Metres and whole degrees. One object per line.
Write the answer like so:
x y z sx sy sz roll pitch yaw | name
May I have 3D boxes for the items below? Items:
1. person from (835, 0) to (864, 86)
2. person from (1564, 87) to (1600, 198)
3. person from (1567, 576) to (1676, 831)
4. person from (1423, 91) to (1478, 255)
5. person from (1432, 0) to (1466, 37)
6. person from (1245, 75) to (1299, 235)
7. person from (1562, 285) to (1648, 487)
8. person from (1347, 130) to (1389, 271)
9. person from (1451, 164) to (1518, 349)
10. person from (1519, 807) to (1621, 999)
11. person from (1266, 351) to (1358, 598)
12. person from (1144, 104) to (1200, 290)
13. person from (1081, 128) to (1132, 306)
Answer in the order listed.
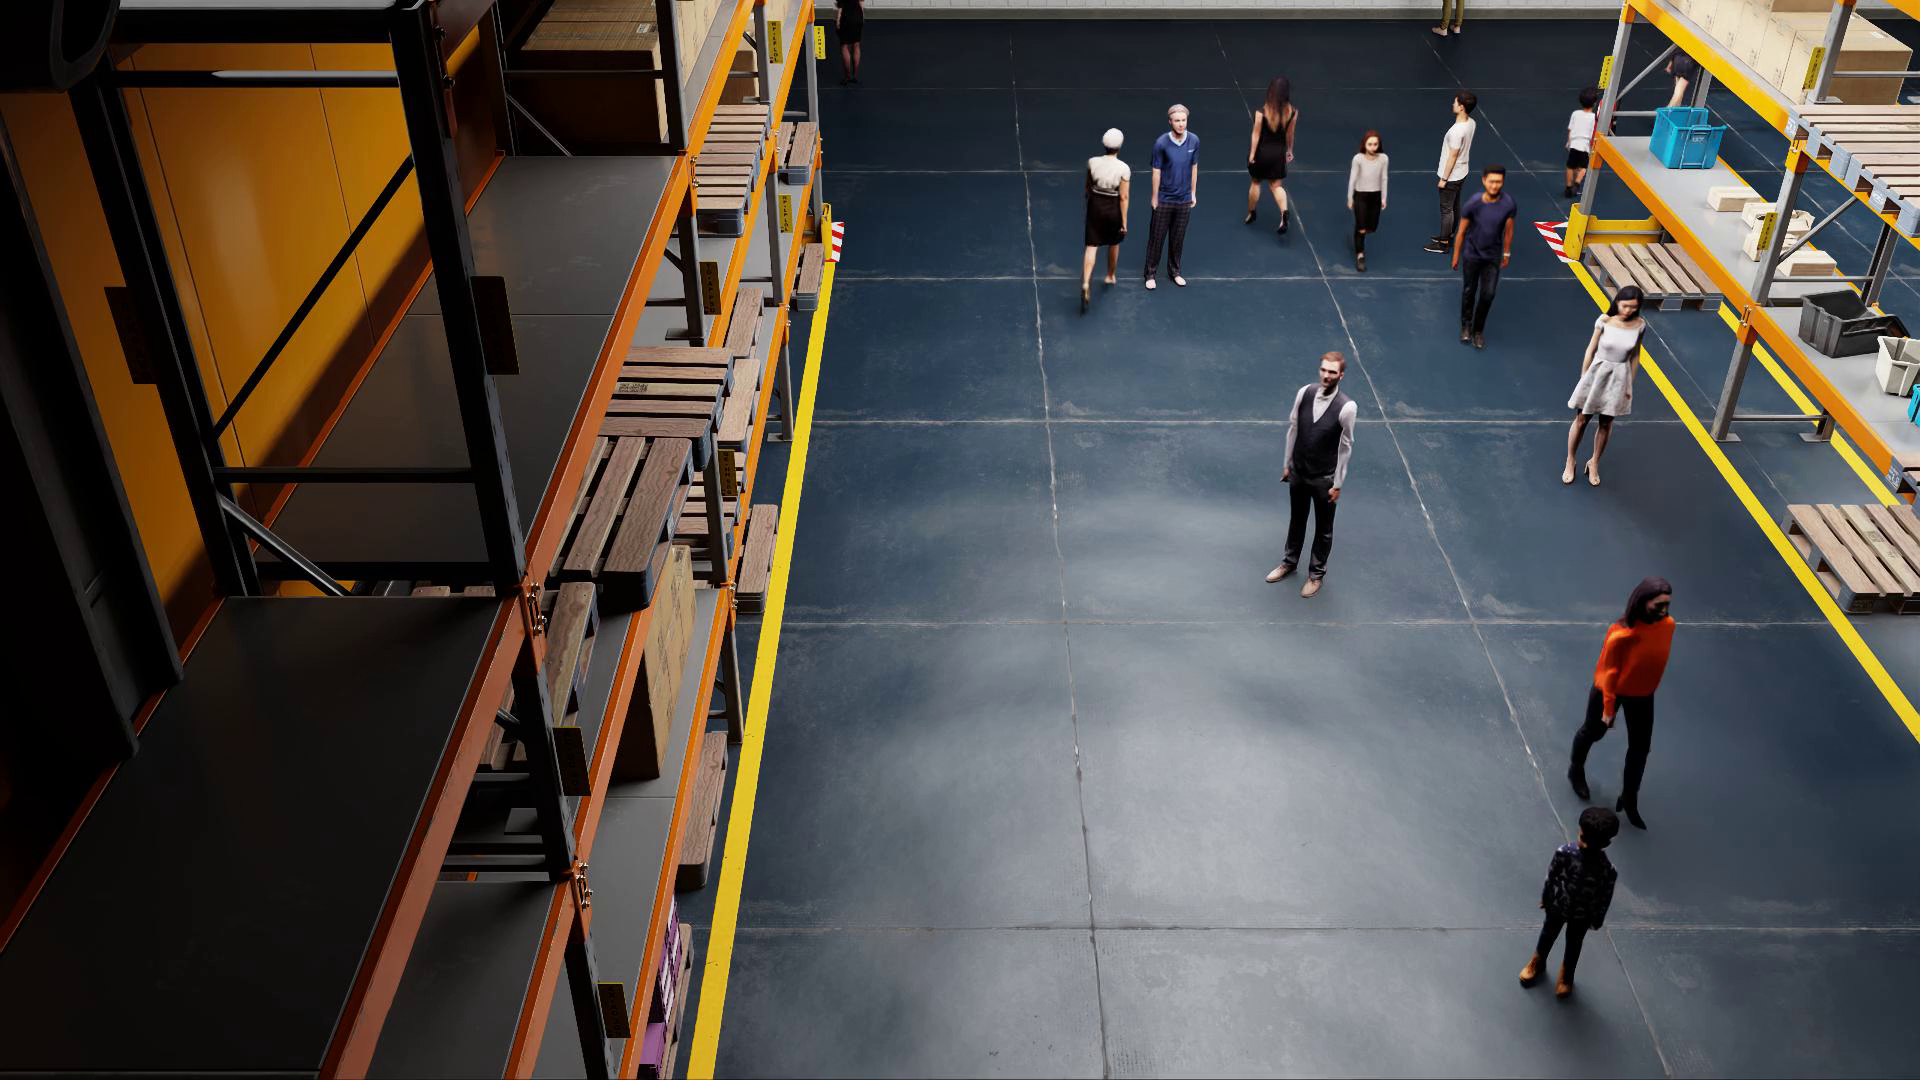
-1.445 -6.840 21.889 0.657 1.700 0.694 -18 38 -25 | person
6.958 -4.449 18.693 0.588 1.256 0.639 25 41 33 | person
4.017 0.897 10.223 0.740 1.729 0.912 -7 34 -10 | person
5.165 -3.854 17.377 0.766 1.722 0.661 20 39 28 | person
7.112 -8.156 23.769 0.751 1.812 0.708 -12 36 -18 | person
3.343 -4.039 17.688 0.833 1.686 1.086 -10 35 -15 | person
5.200 -1.247 13.406 0.695 1.776 0.691 6 34 9 | person
4.174 -3.540 17.133 0.570 1.470 0.756 -2 34 -2 | person
4.900 -2.706 15.599 0.760 1.779 0.763 9 35 14 | person
3.348 1.957 9.061 0.585 1.251 0.631 21 39 29 | person
2.604 -0.506 12.150 0.740 1.933 0.789 27 42 34 | person
2.114 -3.436 16.613 0.711 1.871 0.636 -8 34 -12 | person
1.391 -3.136 16.293 0.885 1.727 1.148 12 35 17 | person
